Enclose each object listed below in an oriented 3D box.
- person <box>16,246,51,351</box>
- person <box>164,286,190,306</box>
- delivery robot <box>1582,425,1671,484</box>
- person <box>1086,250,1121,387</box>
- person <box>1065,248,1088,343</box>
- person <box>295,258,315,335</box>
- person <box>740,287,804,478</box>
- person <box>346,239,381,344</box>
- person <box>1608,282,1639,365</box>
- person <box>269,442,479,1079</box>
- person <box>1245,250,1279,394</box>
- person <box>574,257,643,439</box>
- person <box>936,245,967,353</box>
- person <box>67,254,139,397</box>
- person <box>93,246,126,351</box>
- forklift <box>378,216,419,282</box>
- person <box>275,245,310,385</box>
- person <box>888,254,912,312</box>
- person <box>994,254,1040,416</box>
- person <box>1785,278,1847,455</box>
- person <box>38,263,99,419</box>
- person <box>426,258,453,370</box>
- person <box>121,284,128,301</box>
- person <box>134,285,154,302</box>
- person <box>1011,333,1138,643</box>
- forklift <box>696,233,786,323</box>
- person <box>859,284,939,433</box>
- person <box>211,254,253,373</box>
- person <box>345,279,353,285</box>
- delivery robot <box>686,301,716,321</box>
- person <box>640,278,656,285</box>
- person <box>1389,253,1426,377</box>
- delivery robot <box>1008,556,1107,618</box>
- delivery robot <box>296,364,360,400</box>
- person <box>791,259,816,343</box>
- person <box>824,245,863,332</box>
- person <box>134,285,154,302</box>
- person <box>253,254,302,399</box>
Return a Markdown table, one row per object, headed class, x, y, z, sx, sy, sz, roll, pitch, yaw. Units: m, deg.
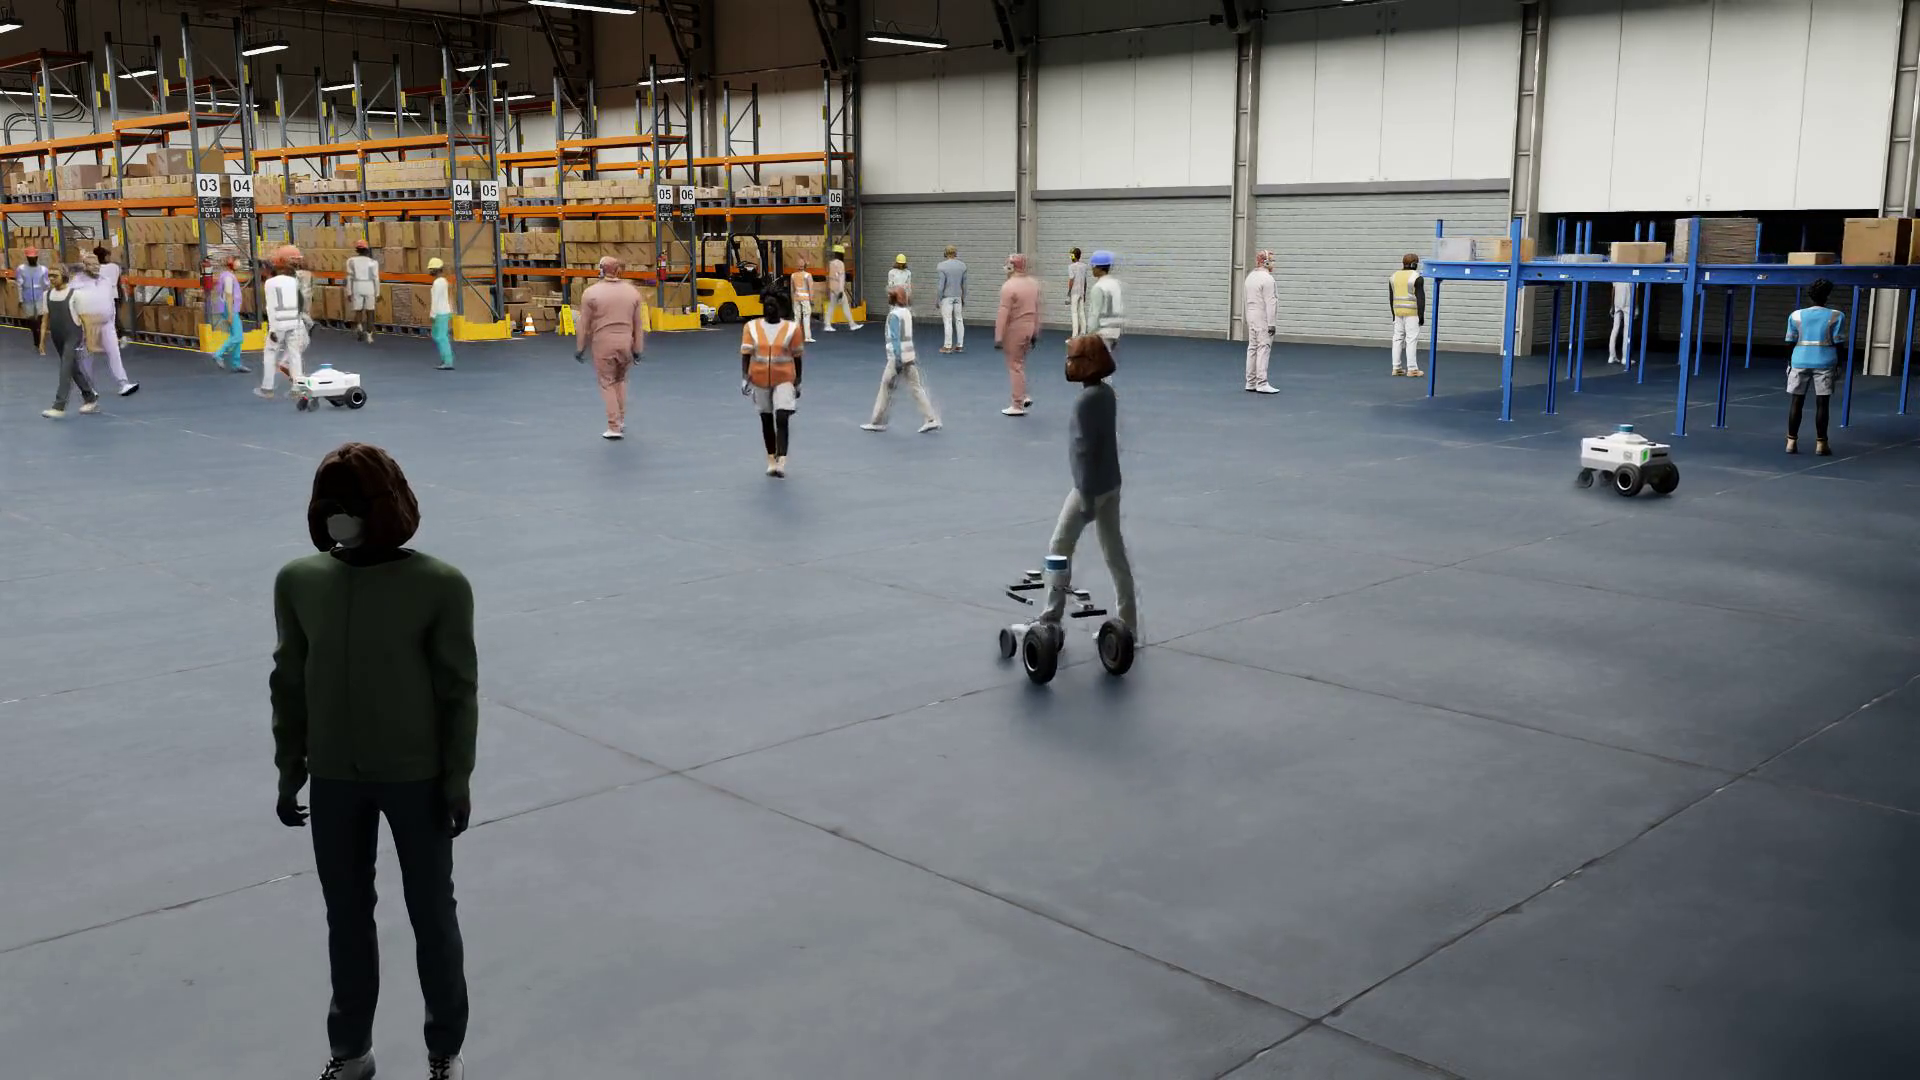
| class | x | y | z | sx | sy | sz | roll | pitch | yaw |
| --- | --- | --- | --- | --- | --- | --- | --- | --- | --- |
| person | -17.065 | -4.464 | 30.700 | 0.565 | 1.920 | 0.675 | -4 | 11 | -21 |
| person | -20.105 | -6.643 | 42.631 | 0.641 | 1.893 | 0.980 | -10 | 14 | -43 |
| delivery robot | 5.542 | -0.718 | 13.858 | 0.477 | 0.478 | 0.707 | -5 | 12 | -26 |
| person | 1.601 | -2.374 | 19.254 | 0.520 | 1.933 | 0.636 | 5 | 11 | 25 |
| person | 2.289 | -4.817 | 32.778 | 0.521 | 1.865 | 0.327 | -9 | 14 | -40 |
| person | -13.821 | -5.129 | 35.109 | 0.461 | 1.625 | 0.532 | 5 | 12 | 27 |
| person | -1.648 | -1.356 | 14.478 | 0.545 | 1.659 | 0.817 | 0 | 10 | 2 |
| person | -11.681 | -4.873 | 32.615 | 0.637 | 2.029 | 0.443 | -2 | 11 | -11 |
| person | 10.971 | -3.838 | 27.445 | 0.330 | 1.865 | 0.509 | -8 | 13 | -36 |
| person | -1.398 | 0.577 | 3.993 | 0.499 | 1.633 | 0.286 | 1 | 10 | 3 |
| person | 4.096 | -2.944 | 22.447 | 0.407 | 1.906 | 0.654 | -3 | 11 | -18 |
| person | -3.712 | -2.020 | 17.487 | 0.661 | 1.882 | 0.763 | -8 | 13 | -38 |
| person | -0.156 | -4.348 | 30.027 | 0.634 | 1.933 | 0.352 | -7 | 12 | -33 |
| person | -11.206 | -2.774 | 21.645 | 0.975 | 1.855 | 0.679 | 6 | 12 | 31 |
| person | -15.652 | -4.416 | 30.476 | 0.577 | 1.906 | 0.641 | 6 | 12 | 29 |
| forklift | -17.868 | -9.201 | 54.028 | 1.873 | 2.768 | 1.129 | -10 | 14 | -44 |
| person | -9.462 | -3.192 | 23.603 | 0.448 | 1.974 | 0.641 | -4 | 11 | -21 |
| person | -1.187 | -4.808 | 33.079 | 0.483 | 1.736 | 0.312 | -4 | 11 | -23 |
| person | 0.635 | -2.421 | 19.620 | 0.449 | 1.889 | 0.672 | 8 | 13 | 36 |
| person | 8.295 | -1.684 | 16.153 | 0.535 | 1.697 | 0.318 | 8 | 13 | 36 |
| person | -10.480 | -2.346 | 19.516 | 0.524 | 1.801 | 1.003 | 2 | 11 | 13 |
| person | -8.256 | -3.570 | 26.299 | 0.451 | 1.753 | 0.526 | -1 | 10 | -7 |
| person | -24.380 | -7.691 | 48.529 | 0.403 | 1.835 | 0.588 | 2 | 11 | 9 |
| person | -23.531 | -7.592 | 47.734 | 0.472 | 1.927 | 0.652 | -4 | 11 | -20 |
| person | 0.598 | -0.255 | 8.608 | 0.745 | 1.604 | 0.544 | 5 | 11 | 24 |
| forklift | -5.496 | -6.489 | 41.108 | 2.313 | 2.155 | 1.214 | -10 | 14 | -44 |
| person | -0.626 | -1.947 | 17.870 | 0.868 | 1.596 | 0.535 | 4 | 11 | 20 |
| person | -11.272 | -3.495 | 25.667 | 0.475 | 1.830 | 0.580 | -4 | 11 | -21 |
| person | -16.468 | -7.090 | 45.235 | 0.430 | 1.843 | 0.625 | 6 | 12 | 29 |
| delivery robot | -6.174 | -5.436 | 39.585 | 0.707 | 0.478 | 0.477 | 6 | 12 | 29 |
| person | -7.829 | -6.437 | 41.505 | 0.566 | 1.899 | 0.896 | -8 | 13 | -37 |
| person | 6.771 | -3.399 | 25.111 | 0.429 | 1.844 | 0.626 | -7 | 13 | -35 |
| delivery robot | 0.477 | 0.195 | 8.168 | 0.335 | 0.223 | 0.698 | -5 | 11 | -23 |
| delivery robot | -7.754 | -1.920 | 20.412 | 0.477 | 0.478 | 0.707 | 9 | 14 | 41 |
| person | -3.118 | -4.735 | 32.971 | 0.547 | 1.630 | 0.311 | 6 | 12 | 28 |
| person | -2.607 | -5.527 | 36.603 | 0.897 | 1.881 | 0.612 | -6 | 12 | -30 |
| person | -22.028 | -7.009 | 44.948 | 0.622 | 1.781 | 1.006 | -4 | 11 | -23 |
| person | -8.915 | -2.778 | 21.680 | 0.755 | 1.862 | 0.590 | 5 | 11 | 25 |
